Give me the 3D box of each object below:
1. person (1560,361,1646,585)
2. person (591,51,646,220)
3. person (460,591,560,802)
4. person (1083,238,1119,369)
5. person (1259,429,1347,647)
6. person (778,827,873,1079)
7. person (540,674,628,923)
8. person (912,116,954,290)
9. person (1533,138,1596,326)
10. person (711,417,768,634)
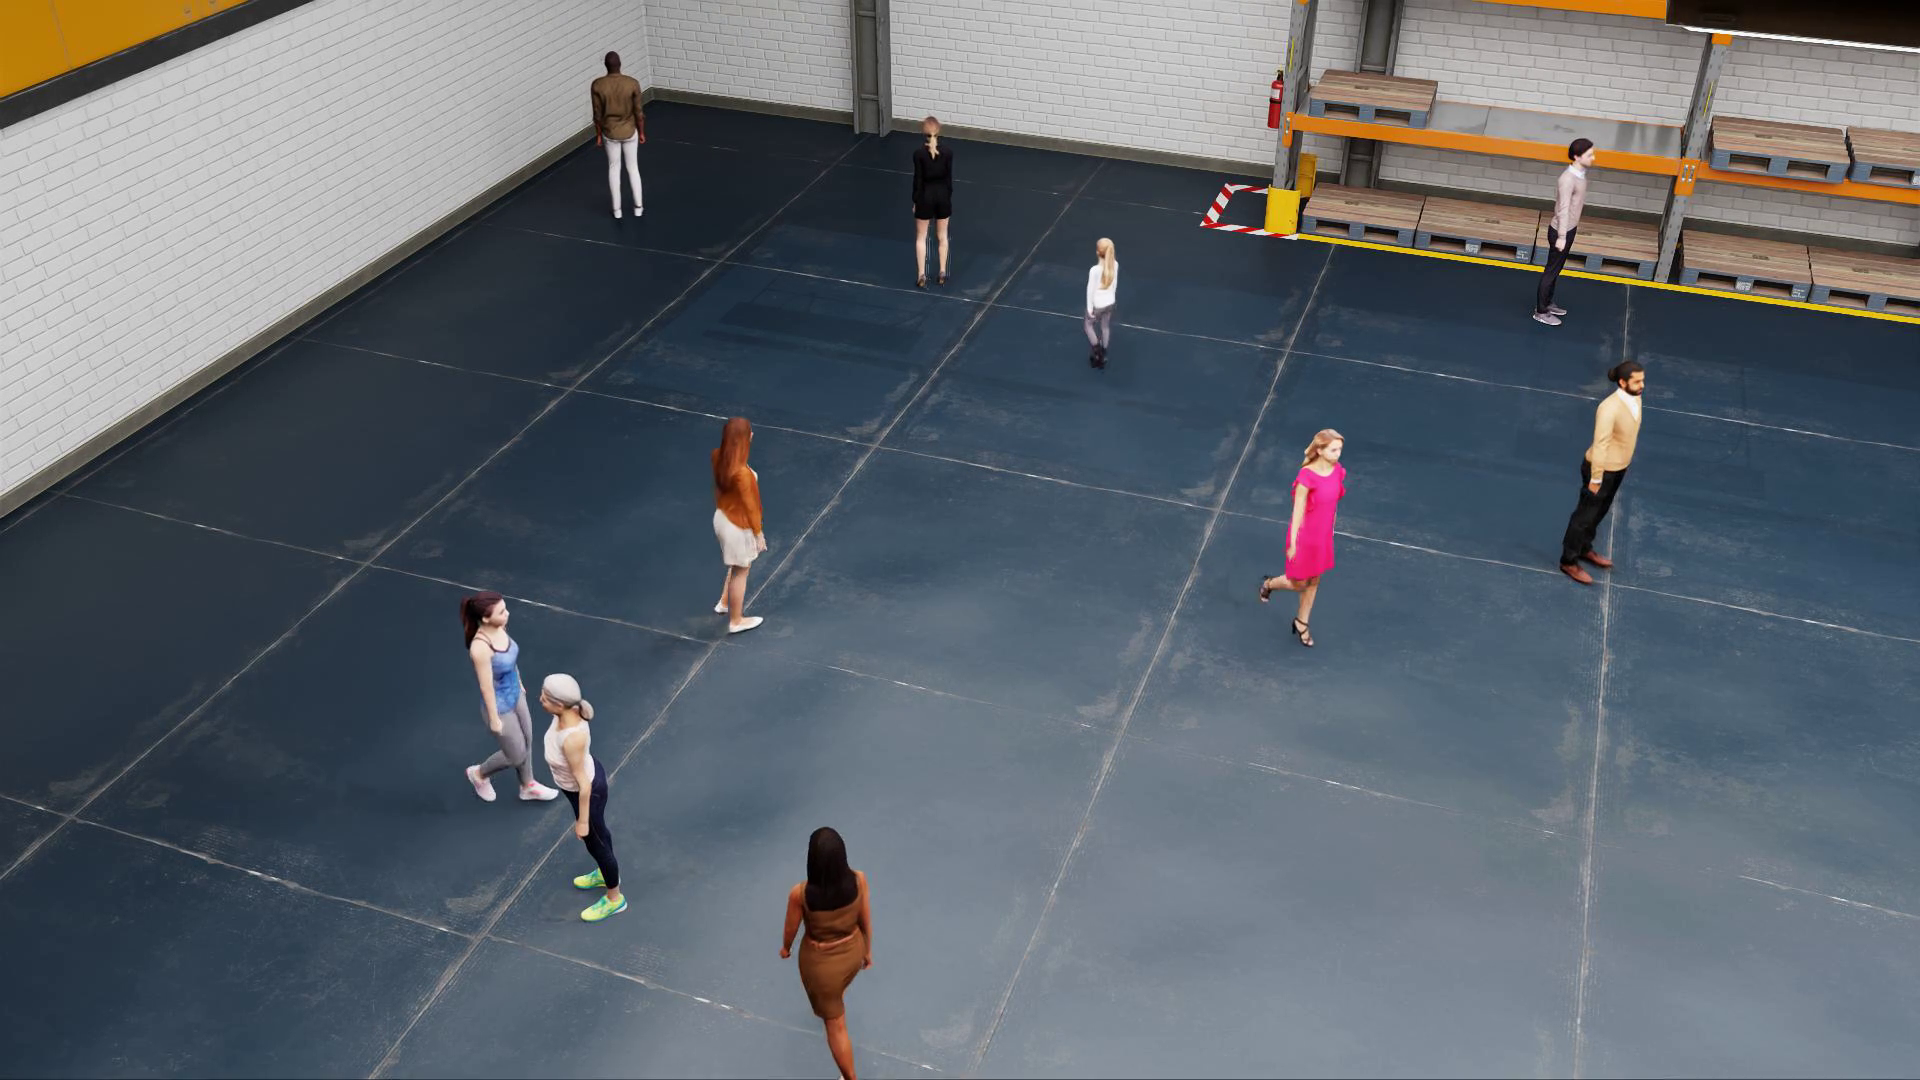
[{"bbox_3d":[4.775,-0.534,12.305,0.720,1.753,0.741,28,43,35],"label":"person"},{"bbox_3d":[-3.692,-4.396,18.058,0.733,1.817,0.857,-8,34,-11],"label":"person"},{"bbox_3d":[-2.840,0.992,10.146,0.838,1.602,0.688,3,34,5],"label":"person"},{"bbox_3d":[1.319,-2.131,15.145,0.643,1.270,0.704,-16,37,-22],"label":"person"},{"bbox_3d":[2.383,-0.056,11.622,0.844,1.713,0.927,-18,38,-25],"label":"person"},{"bbox_3d":[-0.613,2.175,8.321,1.018,1.651,1.078,-15,36,-21],"label":"person"},{"bbox_3d":[-2.117,1.430,9.397,0.727,1.702,0.691,-10,35,-15],"label":"person"},{"bbox_3d":[-0.267,-3.338,16.513,0.645,1.765,0.728,-11,35,-16],"label":"person"},{"bbox_3d":[5.781,-2.969,15.918,0.603,1.810,0.659,18,37,25],"label":"person"},{"bbox_3d":[-1.643,-0.069,11.649,0.826,1.705,0.748,-21,39,-28],"label":"person"}]
